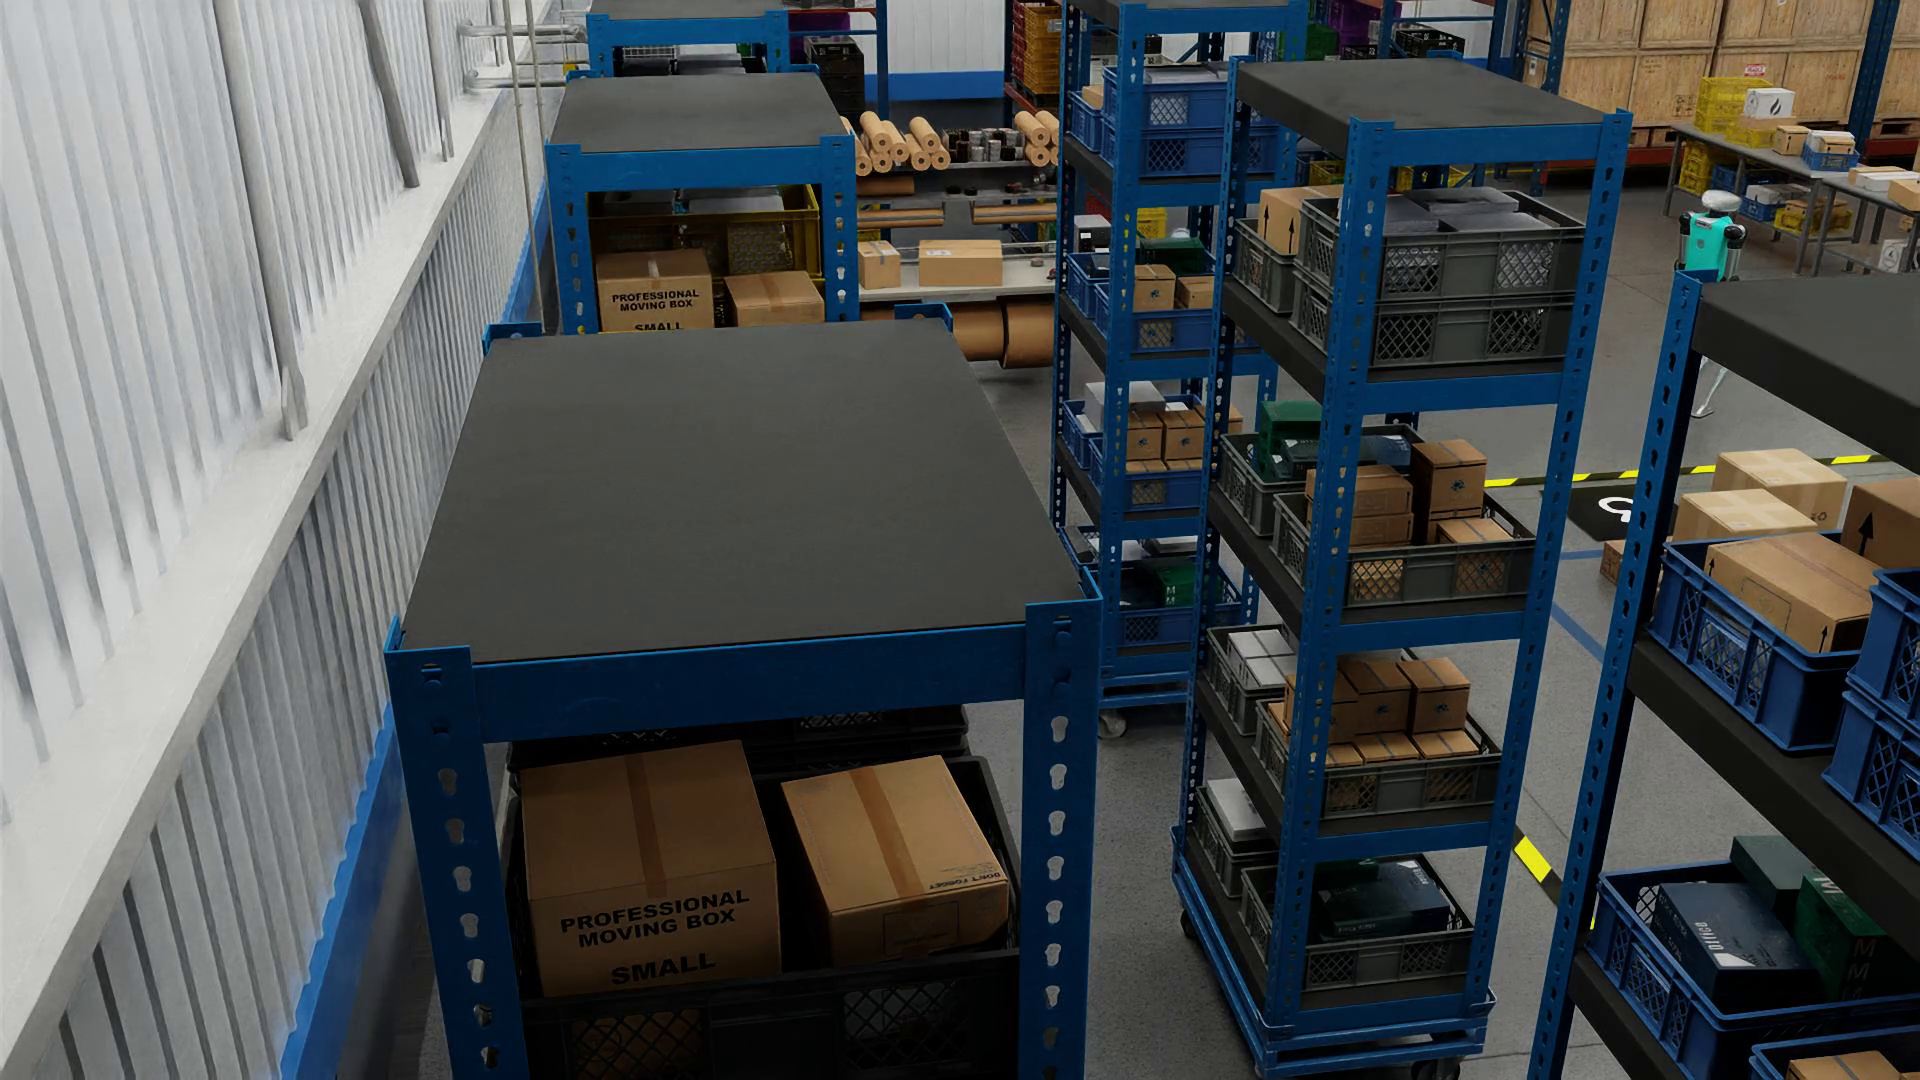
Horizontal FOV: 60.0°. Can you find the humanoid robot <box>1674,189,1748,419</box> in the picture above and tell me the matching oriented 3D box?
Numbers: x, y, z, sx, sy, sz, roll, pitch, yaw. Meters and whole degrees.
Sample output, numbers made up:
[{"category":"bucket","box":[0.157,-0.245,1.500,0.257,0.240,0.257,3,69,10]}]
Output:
[{"category":"humanoid robot","box":[5.563,-1.736,12.155,0.735,1.677,0.533,-12,27,-24]}]

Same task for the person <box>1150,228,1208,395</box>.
[{"category":"person","box":[1.394,-1.118,10.836,0.596,1.849,0.388,-4,25,-8]}]
